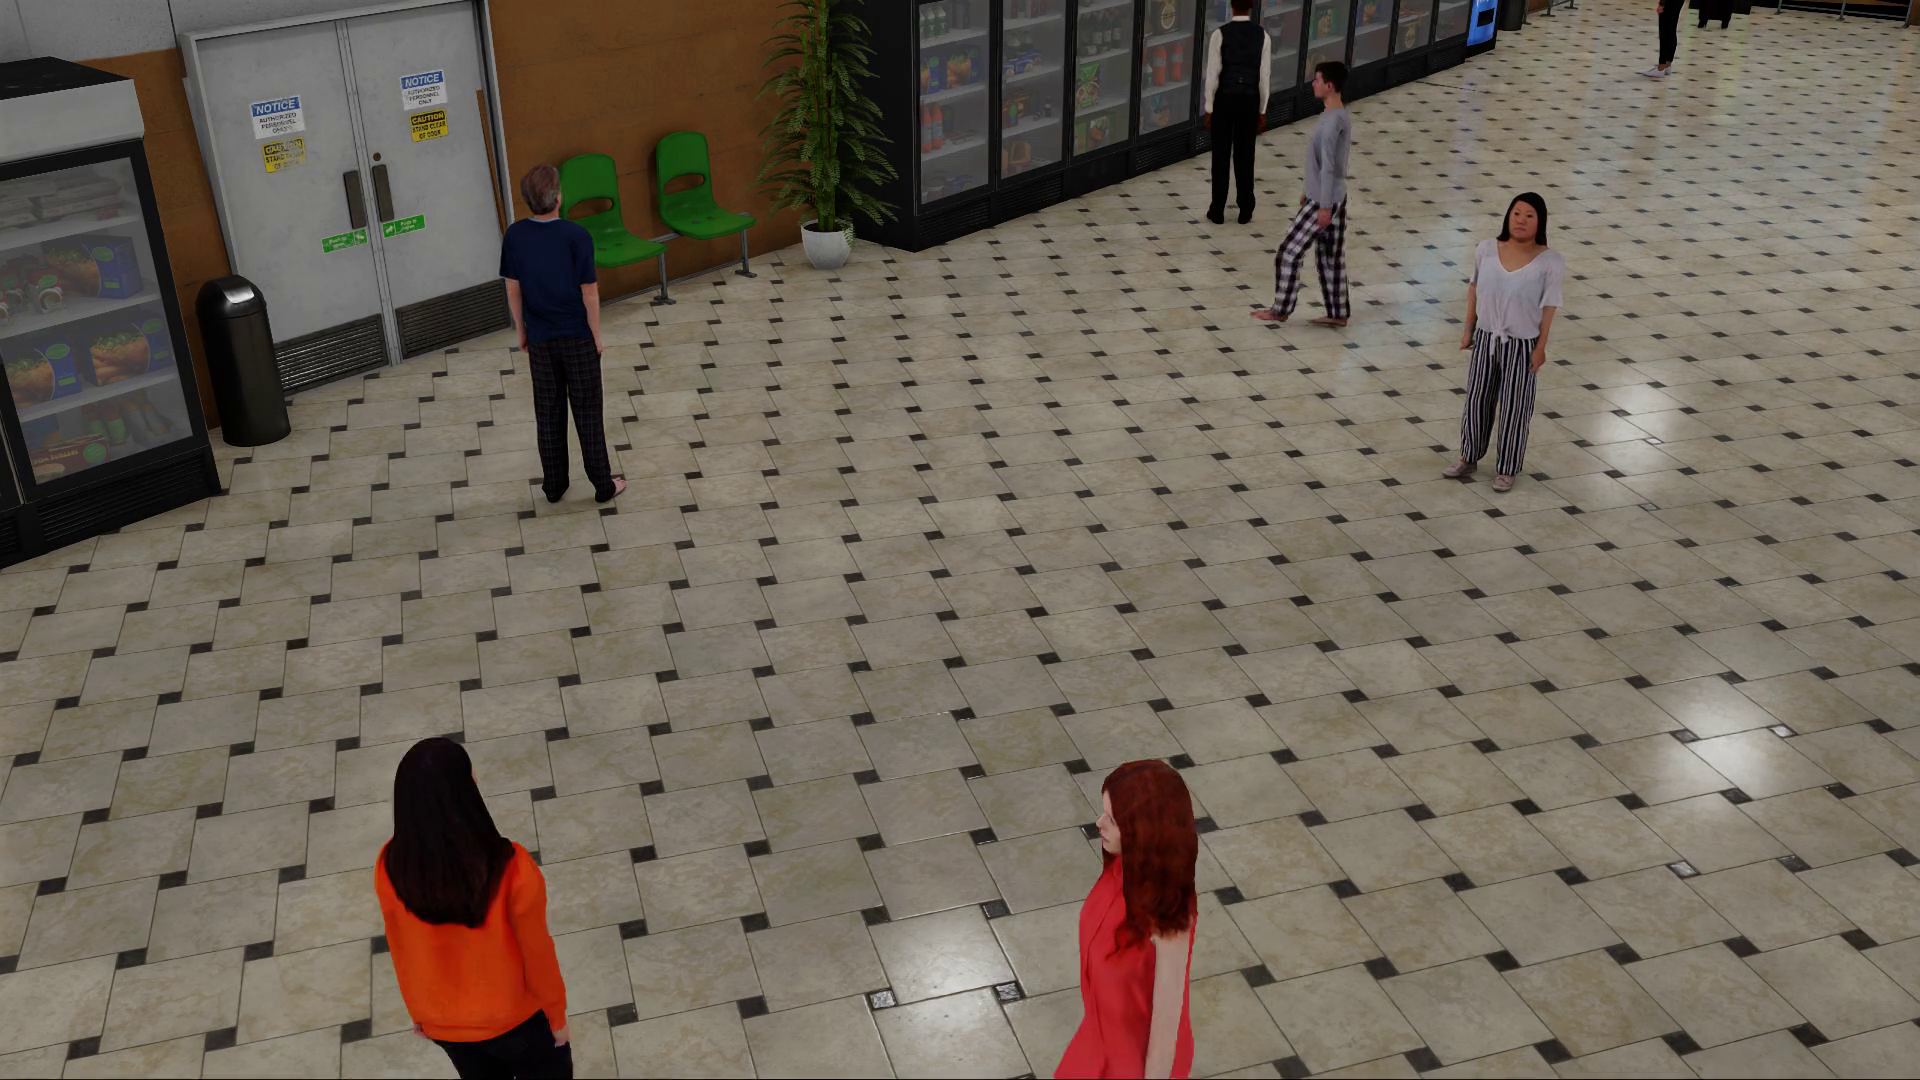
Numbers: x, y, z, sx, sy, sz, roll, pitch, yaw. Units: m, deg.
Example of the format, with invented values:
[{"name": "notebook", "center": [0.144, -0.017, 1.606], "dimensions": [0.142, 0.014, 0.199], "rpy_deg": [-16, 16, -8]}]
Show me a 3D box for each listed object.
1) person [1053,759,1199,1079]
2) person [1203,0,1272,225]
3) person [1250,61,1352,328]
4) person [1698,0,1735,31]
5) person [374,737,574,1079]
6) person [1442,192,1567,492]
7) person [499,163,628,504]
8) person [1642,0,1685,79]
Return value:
[{"name": "person", "center": [0.526, 1.323, 4.247], "dimensions": [0.884, 1.815, 0.851], "rpy_deg": [-7, 28, -13]}, {"name": "person", "center": [2.294, -3.610, 13.862], "dimensions": [0.755, 1.917, 0.842], "rpy_deg": [0, 27, 1]}, {"name": "person", "center": [2.598, -2.332, 11.443], "dimensions": [1.033, 1.825, 0.864], "rpy_deg": [9, 28, 17]}, {"name": "person", "center": [10.192, -7.727, 22.159], "dimensions": [0.716, 1.756, 0.826], "rpy_deg": [6, 27, 11]}, {"name": "person", "center": [-1.266, 1.306, 4.371], "dimensions": [0.946, 1.733, 0.916], "rpy_deg": [6, 28, 12]}, {"name": "person", "center": [3.022, -1.101, 9.180], "dimensions": [0.547, 1.677, 0.739], "rpy_deg": [23, 35, 37]}, {"name": "person", "center": [-2.145, -1.088, 8.940], "dimensions": [0.692, 1.871, 0.802], "rpy_deg": [3, 27, 5]}, {"name": "person", "center": [8.286, -6.276, 19.355], "dimensions": [0.623, 1.703, 0.518], "rpy_deg": [-24, 36, -39]}]
